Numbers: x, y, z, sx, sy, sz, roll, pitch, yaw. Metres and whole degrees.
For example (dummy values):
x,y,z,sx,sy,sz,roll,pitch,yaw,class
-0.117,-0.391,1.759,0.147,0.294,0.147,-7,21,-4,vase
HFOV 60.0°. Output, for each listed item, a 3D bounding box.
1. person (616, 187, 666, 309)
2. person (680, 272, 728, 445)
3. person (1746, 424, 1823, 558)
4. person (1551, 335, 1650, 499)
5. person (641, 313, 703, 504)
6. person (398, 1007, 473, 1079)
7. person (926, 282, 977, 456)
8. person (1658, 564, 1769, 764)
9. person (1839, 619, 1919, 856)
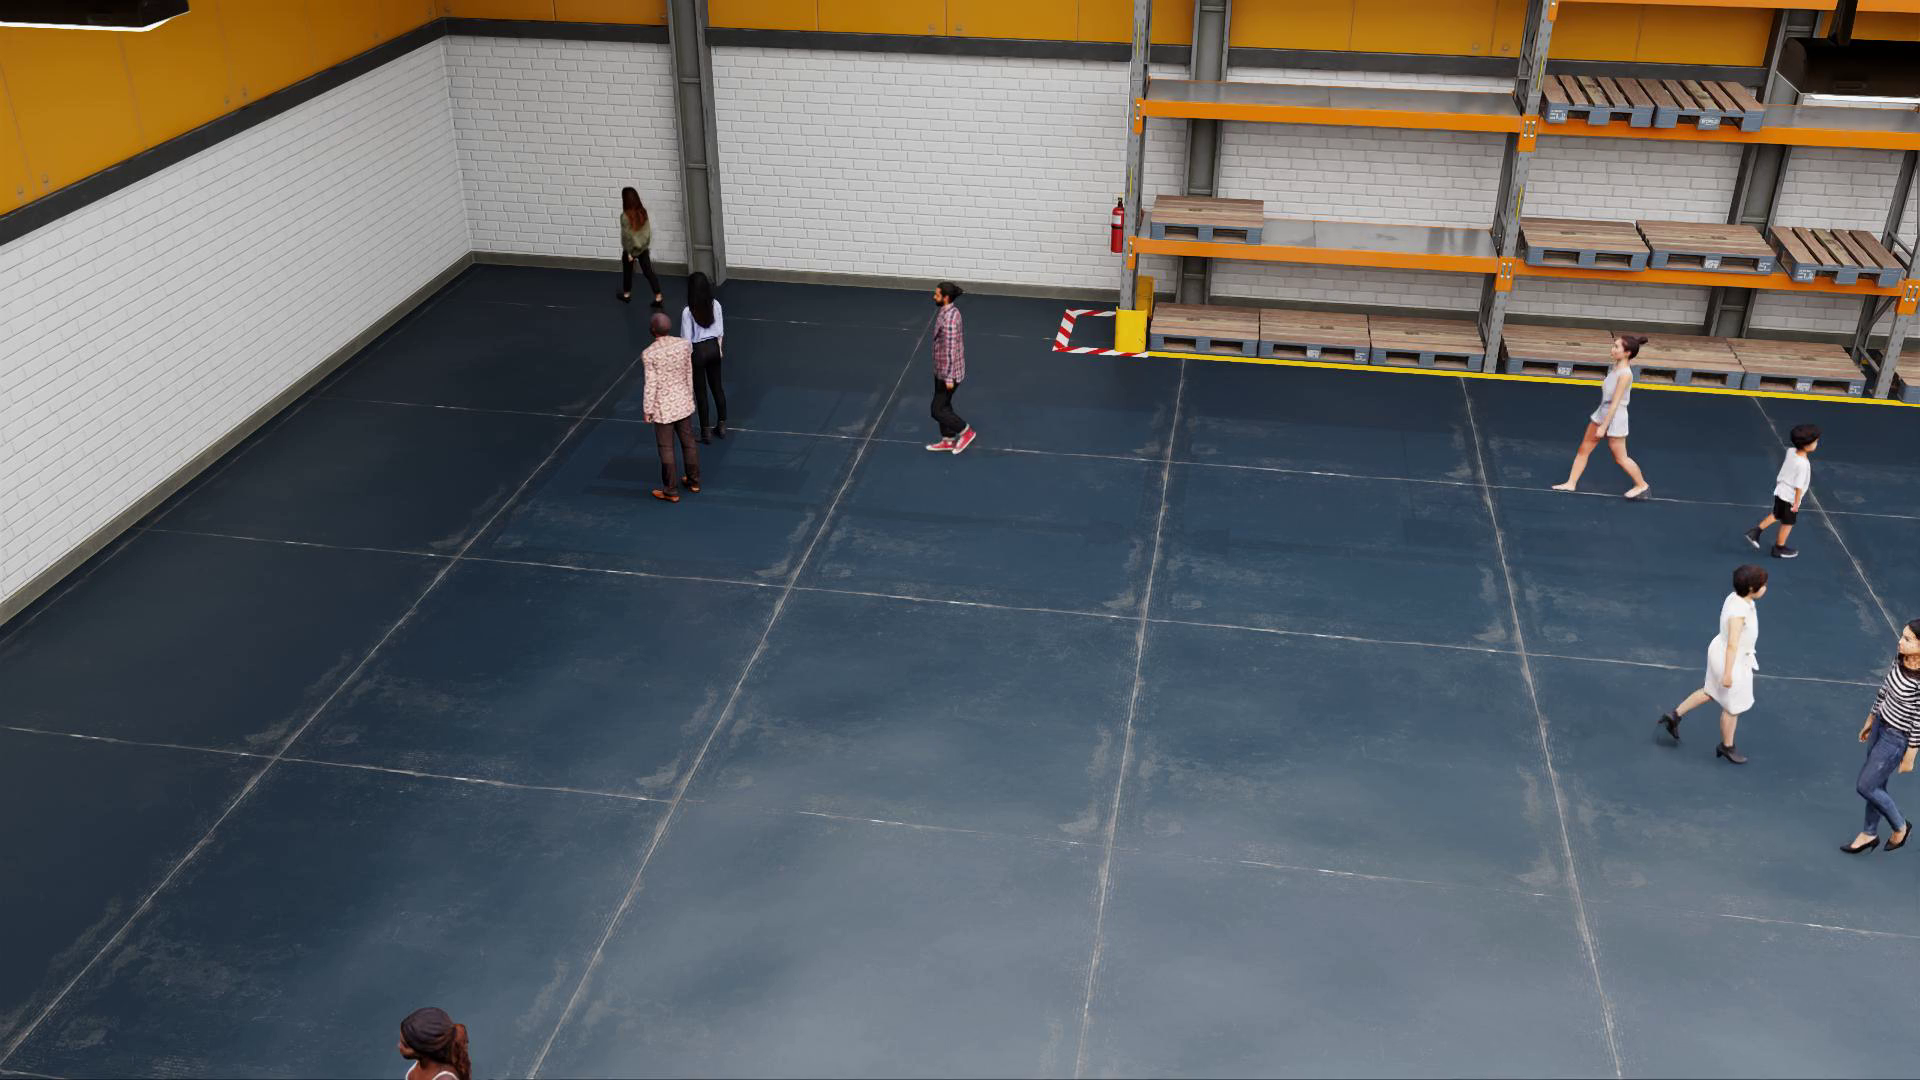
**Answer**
x,y,z,sx,sy,sz,roll,pitch,yaw,class
-3.740,-3.388,19.525,1.097,1.439,0.924,23,36,36,person
-2.499,-1.787,16.270,0.749,1.744,0.732,25,37,38,person
7.069,-0.421,14.283,0.715,1.250,0.567,-1,29,-1,person
6.022,-1.078,15.156,1.088,1.568,0.641,2,29,3,person
-2.636,-1.223,15.173,0.780,1.806,0.799,-25,38,-38,person
-2.309,2.831,7.834,0.916,1.717,0.803,-11,30,-19,person
-0.051,-1.636,15.985,0.810,1.753,0.800,-2,29,-4,person
5.321,0.847,11.655,0.879,1.541,0.636,9,30,16,person
6.026,1.292,10.586,0.685,1.783,0.590,3,29,6,person
